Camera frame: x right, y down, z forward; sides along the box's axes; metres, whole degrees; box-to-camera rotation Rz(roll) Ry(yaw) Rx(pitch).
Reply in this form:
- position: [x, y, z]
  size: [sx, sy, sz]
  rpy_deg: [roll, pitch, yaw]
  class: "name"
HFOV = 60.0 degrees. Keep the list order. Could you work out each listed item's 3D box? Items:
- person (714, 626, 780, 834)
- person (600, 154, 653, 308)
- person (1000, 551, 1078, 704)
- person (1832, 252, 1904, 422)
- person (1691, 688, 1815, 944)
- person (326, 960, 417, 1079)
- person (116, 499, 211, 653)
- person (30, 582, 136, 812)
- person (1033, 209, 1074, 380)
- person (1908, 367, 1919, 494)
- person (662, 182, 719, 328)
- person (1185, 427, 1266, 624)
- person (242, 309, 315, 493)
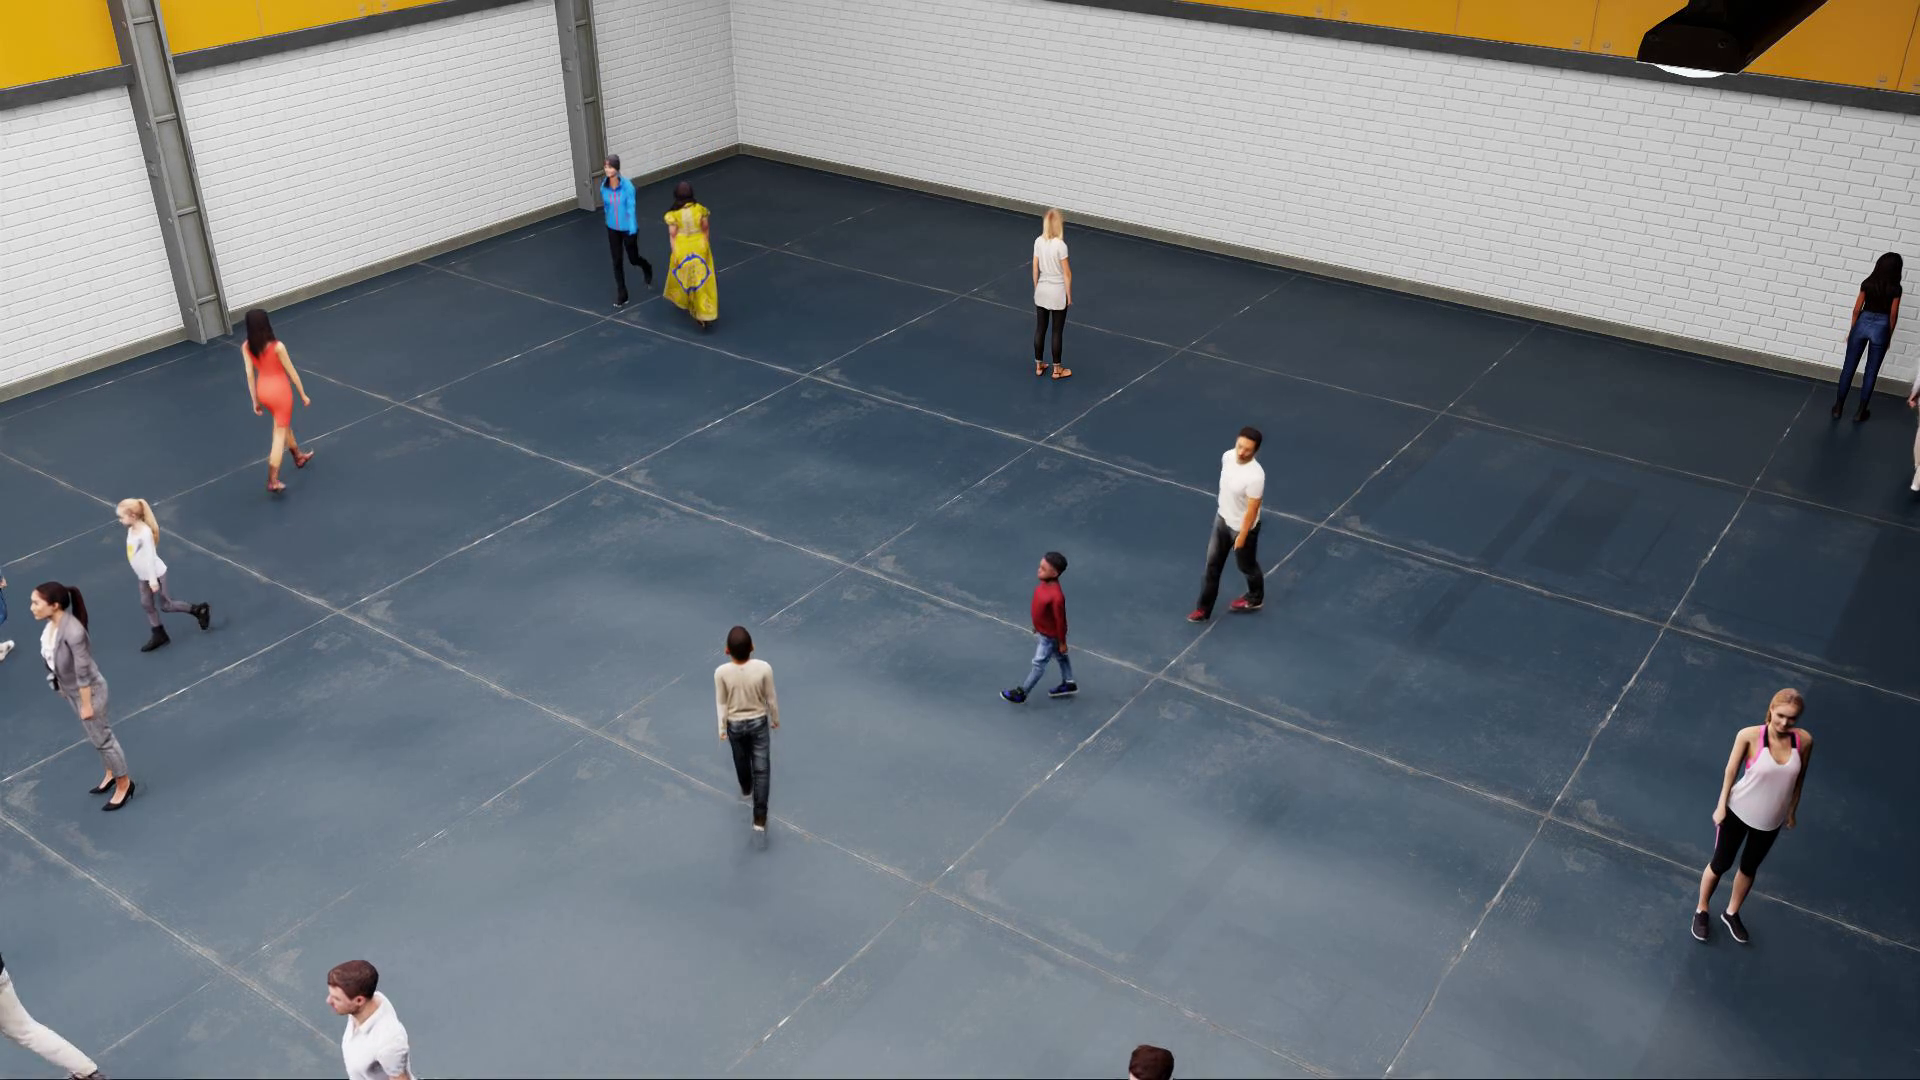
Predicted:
- position: [-1.381, 1.248, 10.874]
  size: [0.941, 1.444, 1.040]
  rpy_deg: [-3, 29, -5]
  class: "person"
- position: [-3.904, -3.646, 19.503]
  size: [0.805, 1.773, 1.091]
  rpy_deg: [10, 30, 17]
  class: "person"
- position: [0.730, 0.646, 12.198]
  size: [0.890, 1.234, 0.832]
  rpy_deg: [-5, 29, -9]
  class: "person"
- position: [9.067, -2.030, 16.574]
  size: [0.550, 1.740, 0.521]
  rpy_deg: [17, 33, 29]
  class: "person"
- position: [4.696, 1.616, 9.843]
  size: [0.691, 1.786, 0.688]
  rpy_deg: [3, 29, 5]
  class: "person"
- position: [-2.578, 2.673, 7.868]
  size: [1.130, 1.821, 0.939]
  rpy_deg: [-16, 33, -27]
  class: "person"
- position: [-6.209, 0.245, 12.905]
  size: [0.532, 1.260, 0.795]
  rpy_deg: [22, 36, 35]
  class: "person"
- position: [-5.822, 1.007, 11.075]
  size: [0.649, 1.674, 0.618]
  rpy_deg: [25, 37, 37]
  class: "person"
- position: [0.960, -2.586, 17.503]
  size: [0.585, 1.827, 0.513]
  rpy_deg: [18, 33, 29]
  class: "person"
- position: [8.937, -1.282, 15.118]
  size: [0.784, 1.822, 1.234]
  rpy_deg: [22, 36, 35]
  class: "person"
- position: [-3.031, -3.198, 18.863]
  size: [1.294, 1.598, 1.261]
  rpy_deg: [-8, 30, -15]
  class: "person"
- position: [2.243, -0.150, 13.121]
  size: [1.158, 1.746, 0.956]
  rpy_deg: [-13, 31, -22]
  class: "person"
- position: [-6.282, -1.244, 15.195]
  size: [0.887, 1.681, 1.190]
  rpy_deg: [6, 29, 10]
  class: "person"
